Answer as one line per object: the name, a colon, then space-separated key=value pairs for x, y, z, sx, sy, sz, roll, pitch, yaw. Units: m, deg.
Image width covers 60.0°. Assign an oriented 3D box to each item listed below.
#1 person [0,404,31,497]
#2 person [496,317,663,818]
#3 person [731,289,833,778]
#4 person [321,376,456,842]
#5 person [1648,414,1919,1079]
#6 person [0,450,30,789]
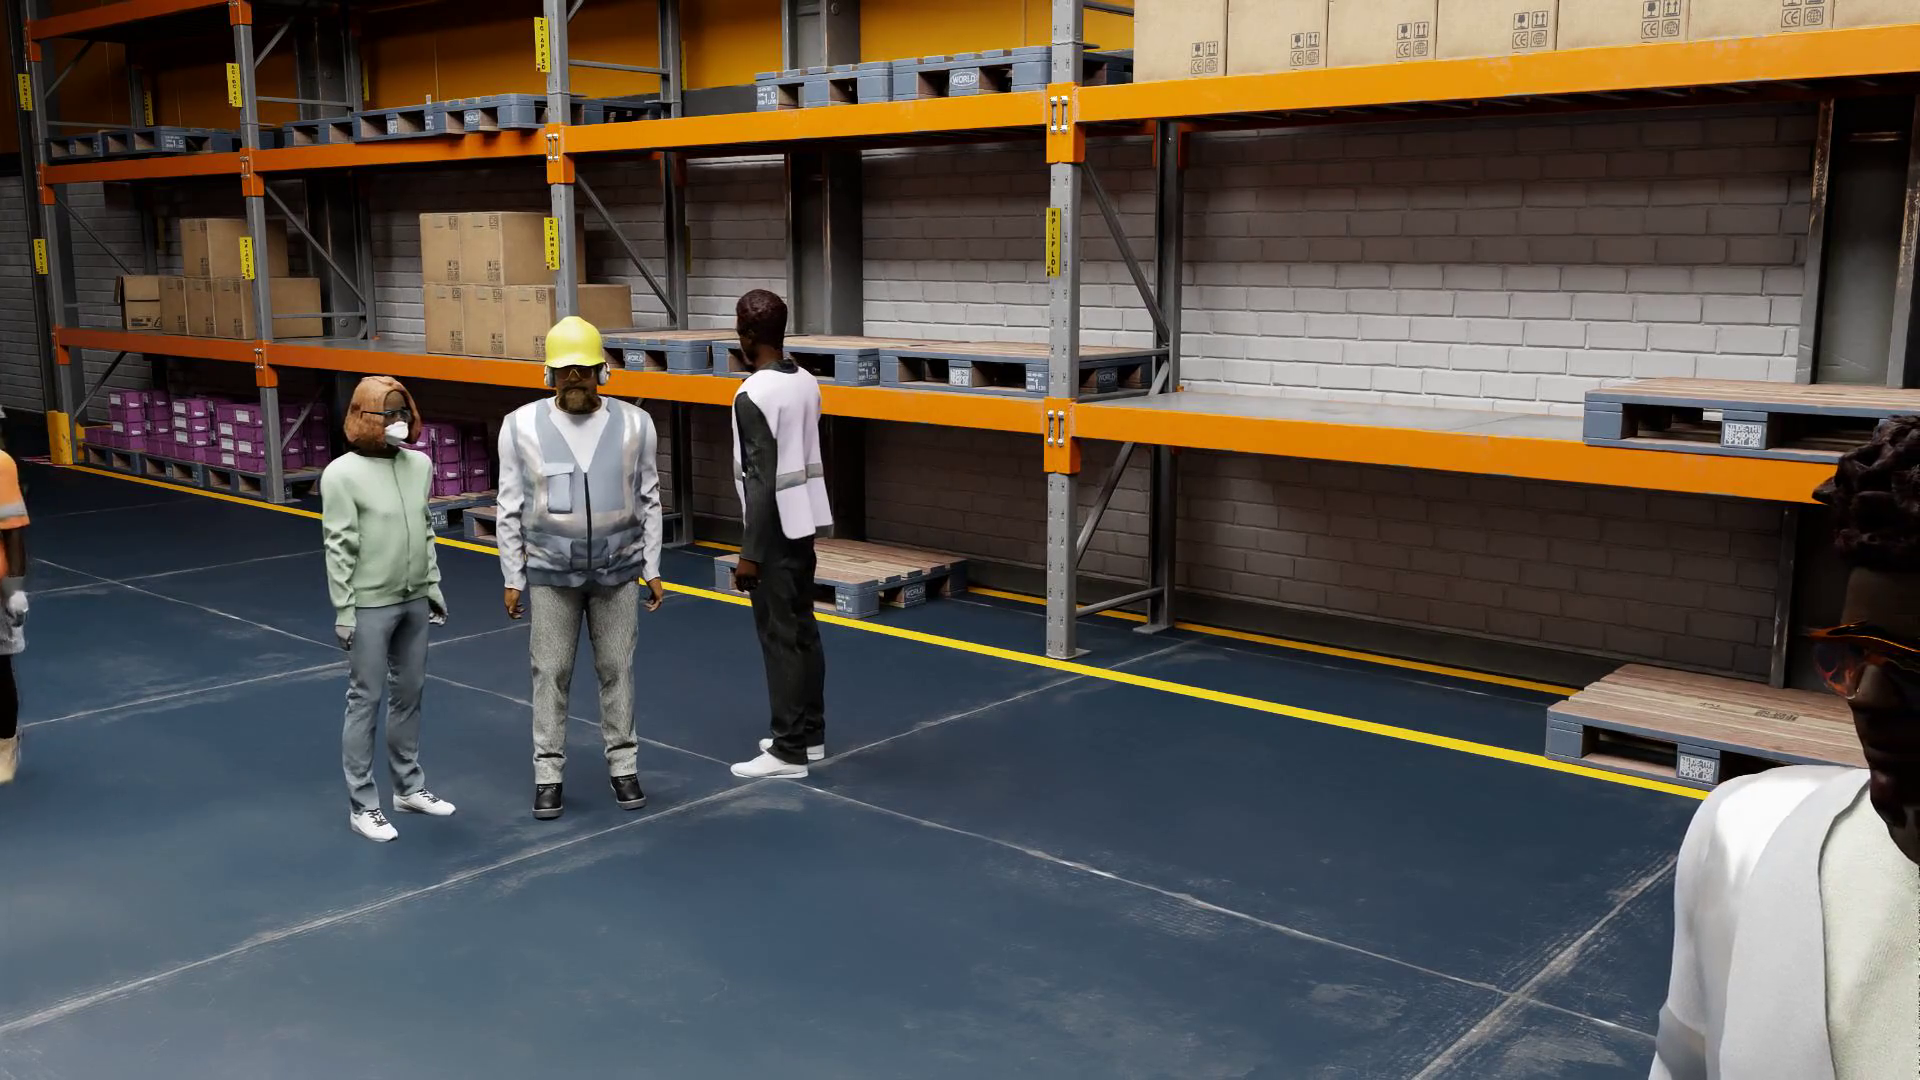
person: x=-8.025 y=-1.251 z=13.570 sx=0.870 sy=1.903 sz=0.572 roll=5 pitch=11 yaw=27
person: x=-1.379 y=0.102 z=6.090 sx=0.599 sy=1.830 sz=0.404 roll=-3 pitch=11 yaw=-19
person: x=-0.706 y=-0.016 z=6.534 sx=0.386 sy=1.914 sz=0.590 roll=3 pitch=10 yaw=16
person: x=-2.028 y=0.233 z=5.914 sx=0.264 sy=1.632 sz=0.507 roll=5 pitch=11 yaw=25
person: x=0.809 y=0.854 z=1.428 sx=0.366 sy=1.965 sz=0.607 roll=-5 pitch=11 yaw=-28
person: x=-3.705 y=0.189 z=6.095 sx=0.549 sy=1.642 sz=0.858 roll=-3 pitch=10 yaw=-15
